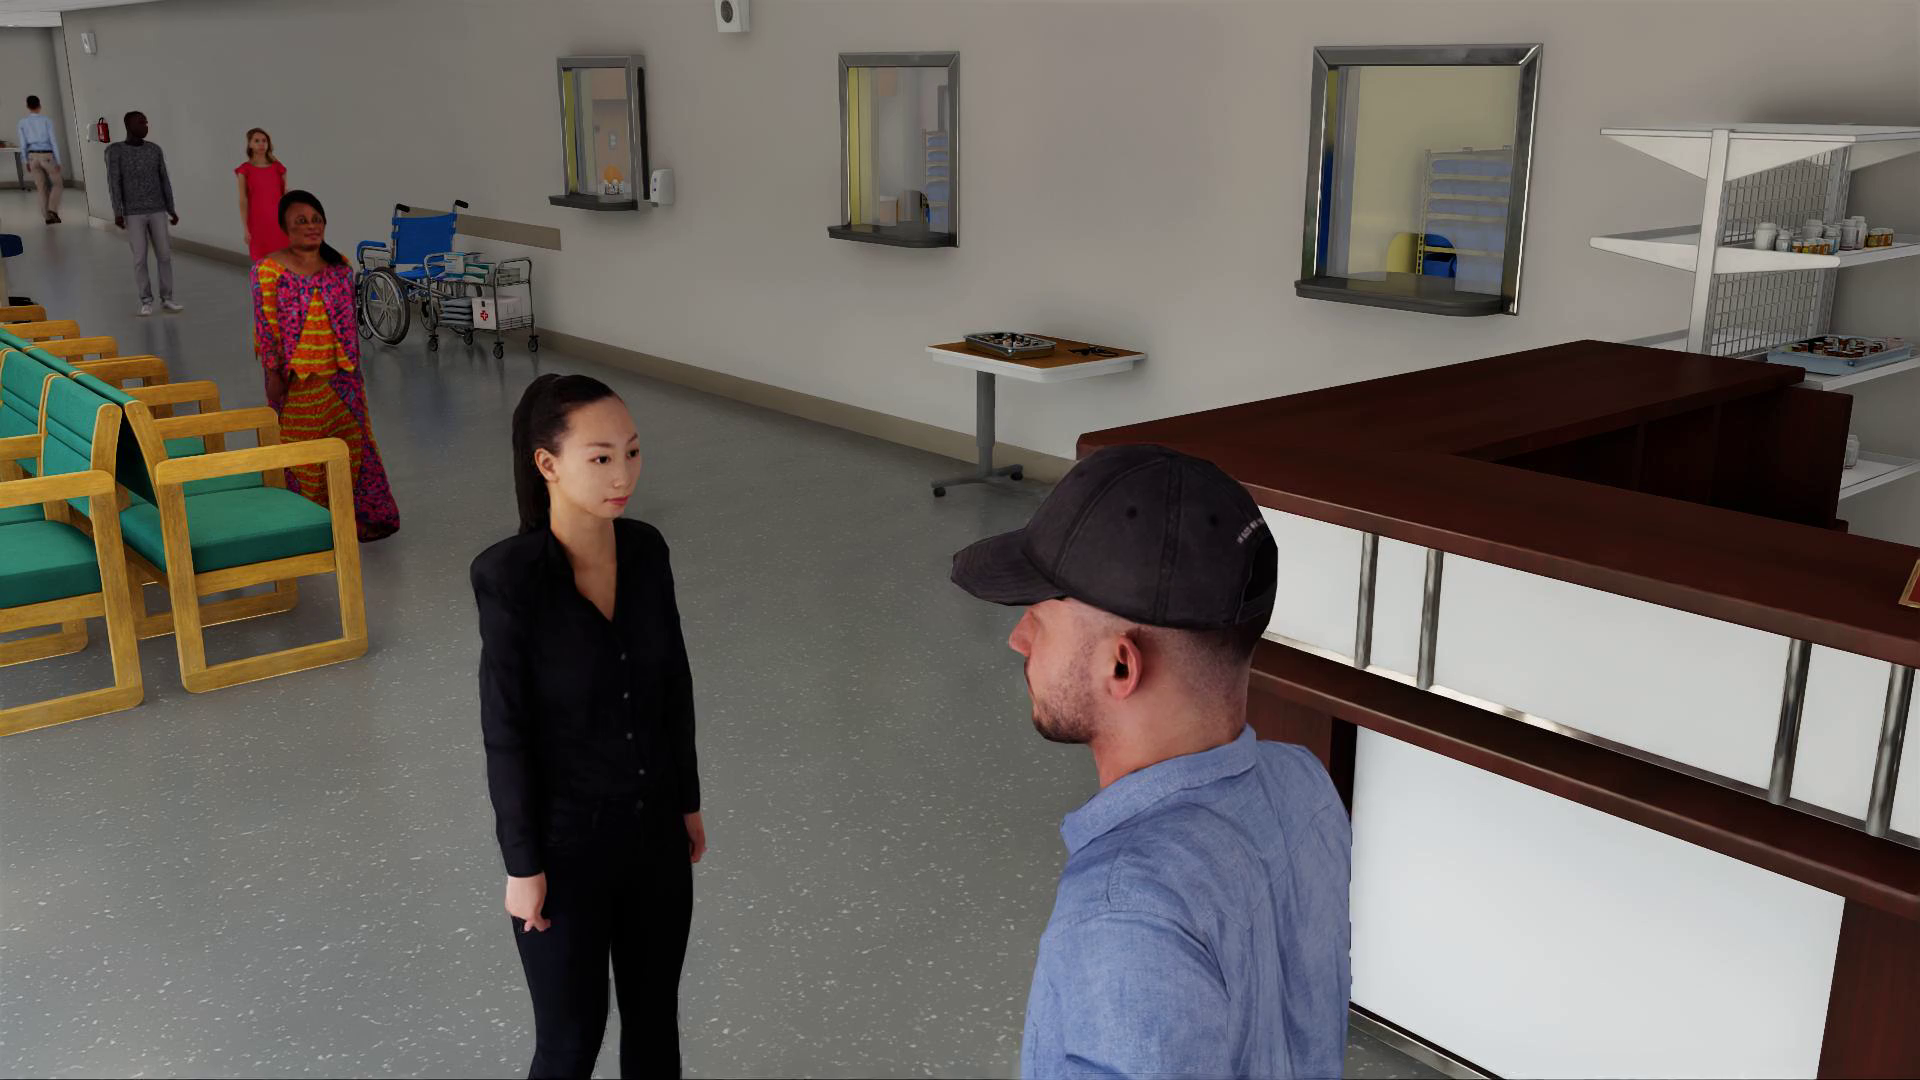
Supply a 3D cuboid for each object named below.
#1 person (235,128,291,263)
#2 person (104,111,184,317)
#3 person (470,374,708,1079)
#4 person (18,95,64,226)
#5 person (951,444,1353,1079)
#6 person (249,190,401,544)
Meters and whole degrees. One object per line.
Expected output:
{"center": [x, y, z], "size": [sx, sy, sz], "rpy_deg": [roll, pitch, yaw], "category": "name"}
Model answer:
{"center": [-6.043, -2.707, 14.484], "size": [0.863, 1.704, 0.729], "rpy_deg": [-10, 18, -31], "category": "person"}
{"center": [-7.521, -3.012, 15.330], "size": [0.506, 1.833, 0.798], "rpy_deg": [-12, 20, -37], "category": "person"}
{"center": [-0.641, 0.547, 2.927], "size": [0.665, 1.713, 0.478], "rpy_deg": [13, 20, 38], "category": "person"}
{"center": [-13.282, -5.465, 24.046], "size": [0.756, 1.825, 0.840], "rpy_deg": [-4, 16, -12], "category": "person"}
{"center": [0.231, 0.844, 1.580], "size": [0.832, 1.872, 0.719], "rpy_deg": [9, 18, 29], "category": "person"}
{"center": [-3.085, -0.817, 7.888], "size": [1.108, 1.647, 0.712], "rpy_deg": [-13, 20, -38], "category": "person"}
